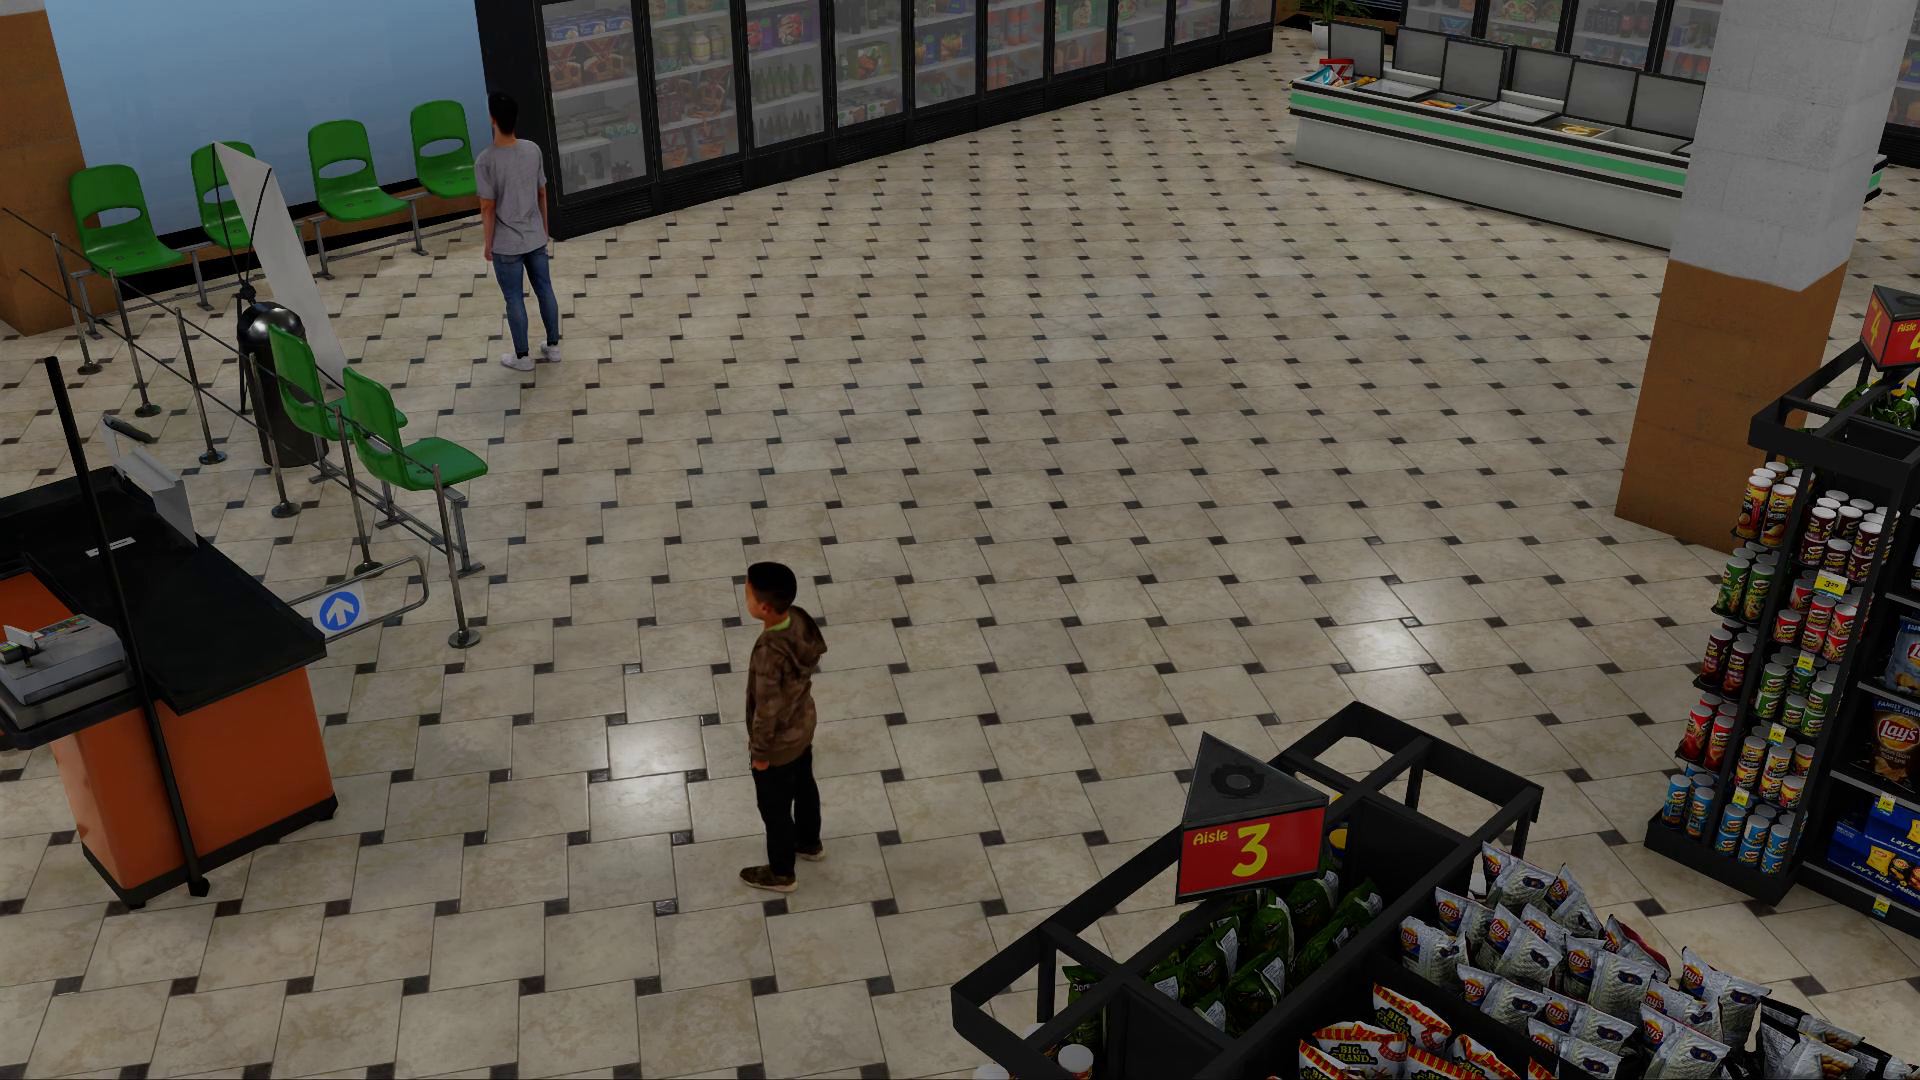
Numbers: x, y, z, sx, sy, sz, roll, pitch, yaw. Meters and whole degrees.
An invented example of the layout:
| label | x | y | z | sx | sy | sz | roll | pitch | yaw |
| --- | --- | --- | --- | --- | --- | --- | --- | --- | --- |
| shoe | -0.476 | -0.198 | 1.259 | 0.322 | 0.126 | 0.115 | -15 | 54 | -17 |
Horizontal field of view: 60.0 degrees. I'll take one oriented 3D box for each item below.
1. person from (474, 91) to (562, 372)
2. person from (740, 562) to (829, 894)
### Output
| label | x | y | z | sx | sy | sz | roll | pitch | yaw |
| --- | --- | --- | --- | --- | --- | --- | --- | --- | --- |
| person | -2.999 | -2.086 | 11.291 | 0.546 | 1.890 | 0.659 | 25 | 37 | 38 |
| person | -0.680 | 0.725 | 6.597 | 0.721 | 1.454 | 0.687 | 10 | 30 | 17 |
